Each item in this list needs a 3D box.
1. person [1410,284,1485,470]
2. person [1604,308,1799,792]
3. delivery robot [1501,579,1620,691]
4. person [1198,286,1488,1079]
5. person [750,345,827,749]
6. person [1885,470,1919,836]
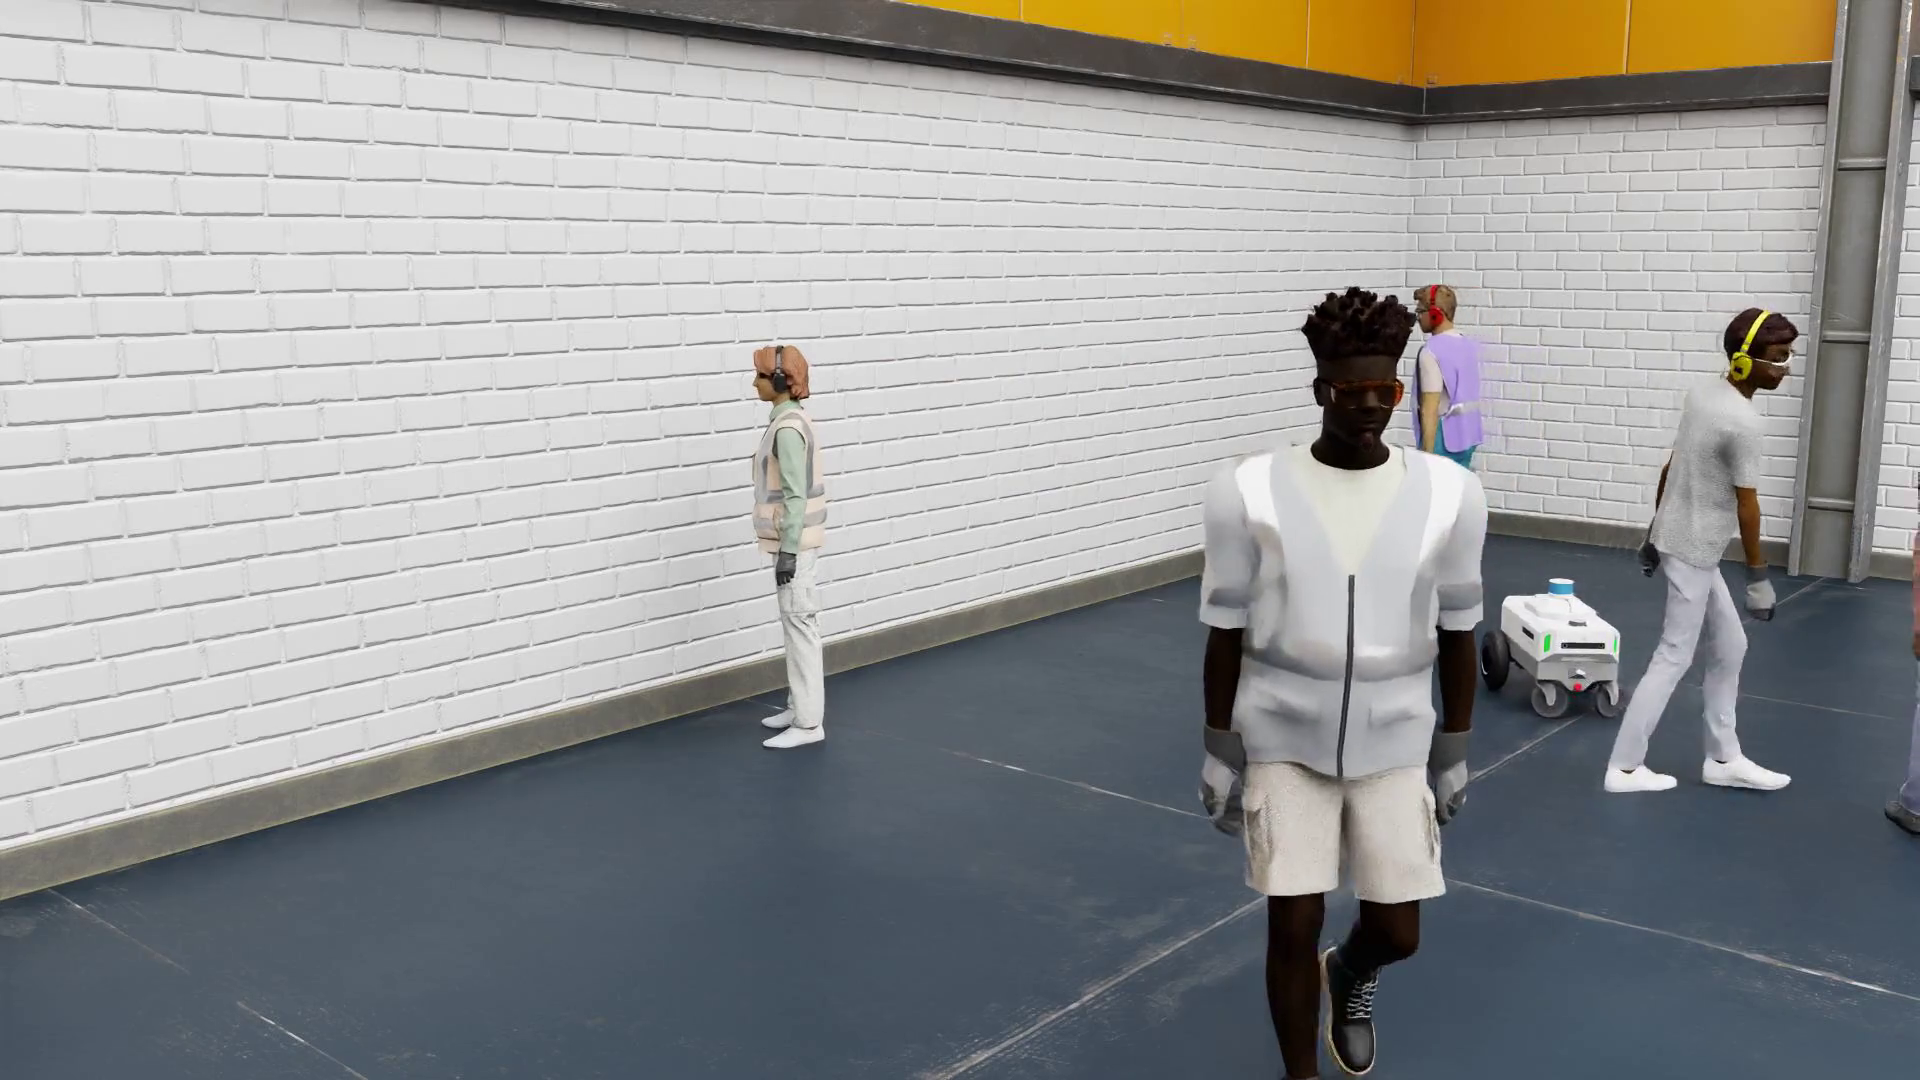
[{"bbox_3d":[2.605,-0.510,9.302,0.705,1.814,0.606,9,13,41],"label":"person"},{"bbox_3d":[2.756,0.072,6.020,0.738,1.815,0.607,2,10,12],"label":"person"},{"bbox_3d":[2.653,0.416,7.375,0.477,0.478,0.707,0,10,3],"label":"delivery robot"},{"bbox_3d":[0.822,0.419,3.666,0.606,1.950,0.577,1,10,6],"label":"person"},{"bbox_3d":[-0.695,0.027,6.770,0.310,1.638,0.523,-1,10,-6],"label":"person"},{"bbox_3d":[3.338,0.236,5.355,0.518,1.719,0.920,2,10,13],"label":"person"}]
